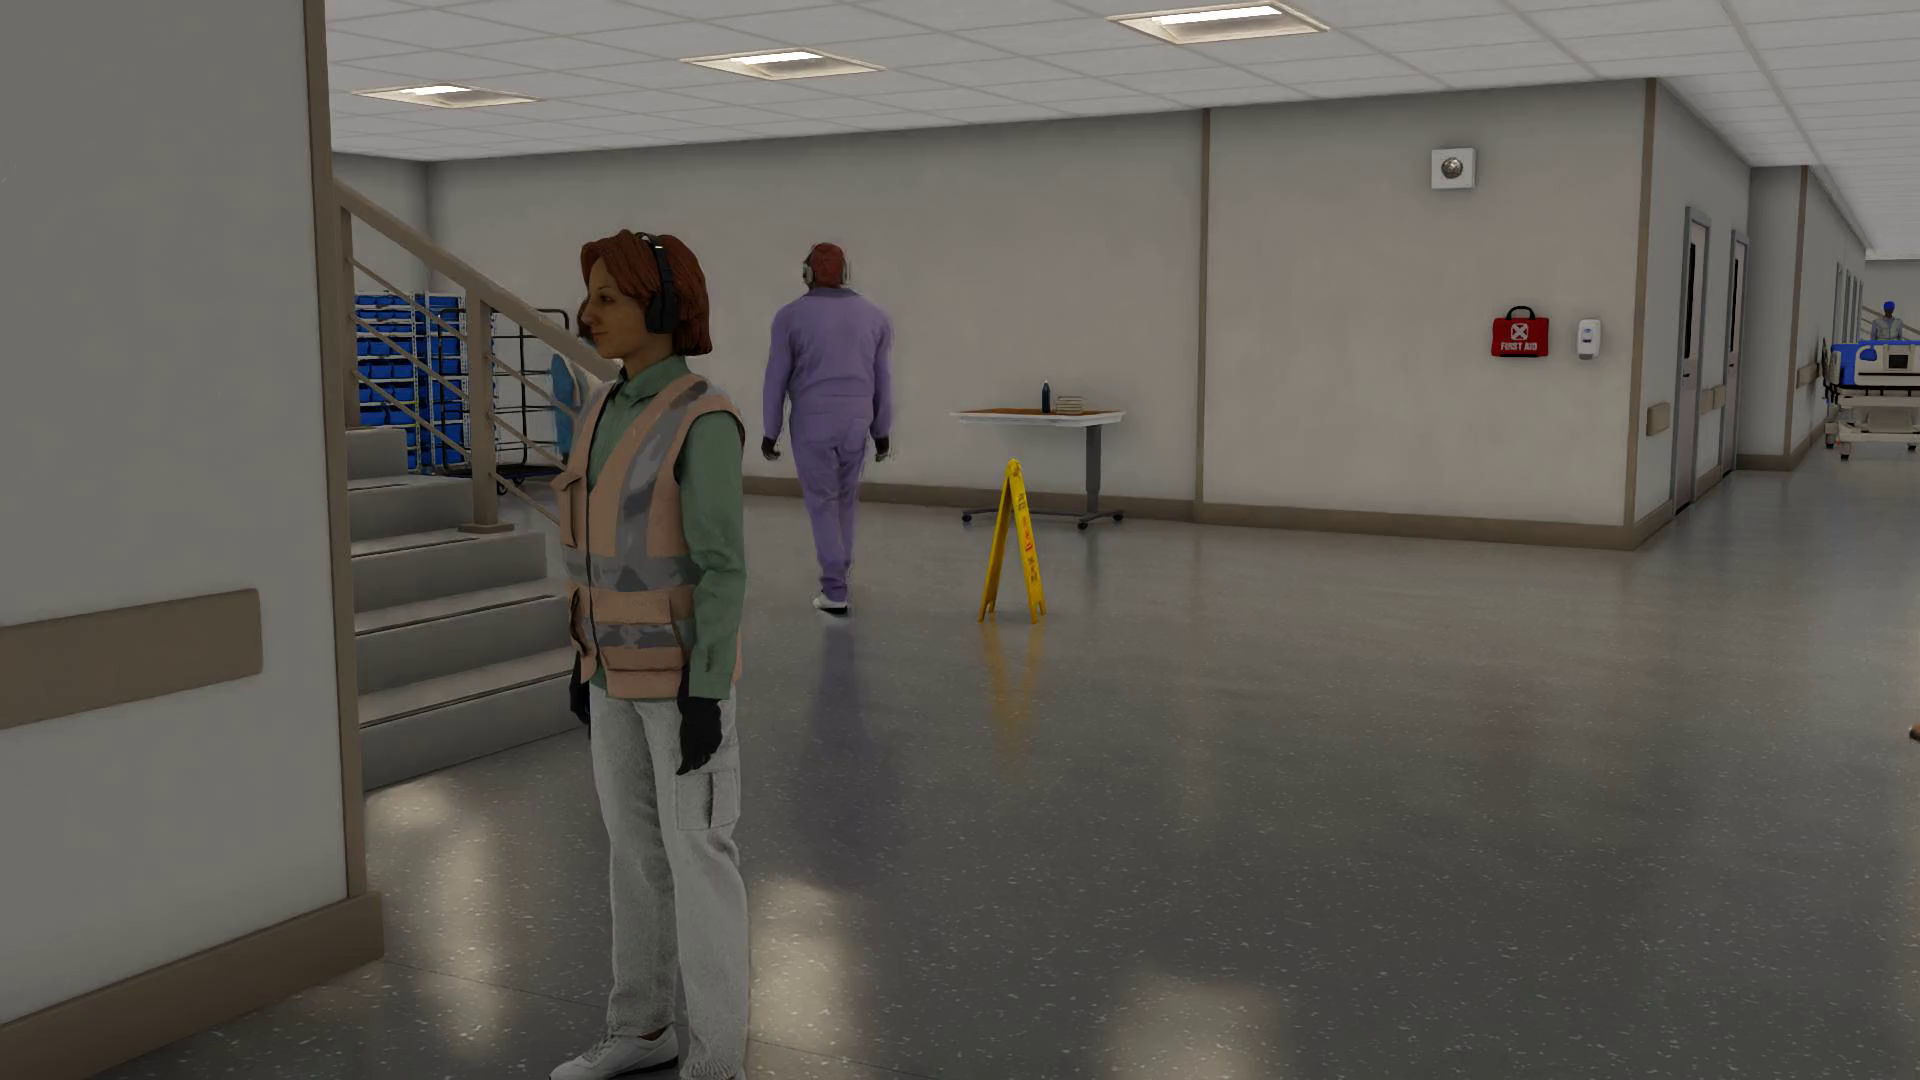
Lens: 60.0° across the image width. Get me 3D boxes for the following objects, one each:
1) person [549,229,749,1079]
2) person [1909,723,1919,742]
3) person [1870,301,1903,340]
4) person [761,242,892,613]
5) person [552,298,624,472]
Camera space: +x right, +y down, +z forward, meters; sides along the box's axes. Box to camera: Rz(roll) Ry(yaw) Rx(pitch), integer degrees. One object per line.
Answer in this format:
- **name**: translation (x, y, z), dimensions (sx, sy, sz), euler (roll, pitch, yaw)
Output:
- **person**: translation (-0.562, 0.262, 3.068), dimensions (0.307, 1.641, 0.514), euler (-6, 10, -40)
- **person**: translation (3.600, -0.064, 5.451), dimensions (0.535, 1.670, 0.780), euler (-2, 8, -16)
- **person**: translation (19.260, -3.987, 34.583), dimensions (0.608, 1.946, 0.406), euler (2, 8, 12)
- **person**: translation (-0.730, -0.588, 8.663), dimensions (0.666, 1.879, 0.794), euler (-4, 8, -29)
- **person**: translation (-1.831, -0.431, 8.502), dimensions (0.522, 1.621, 0.552), euler (-6, 9, -38)
